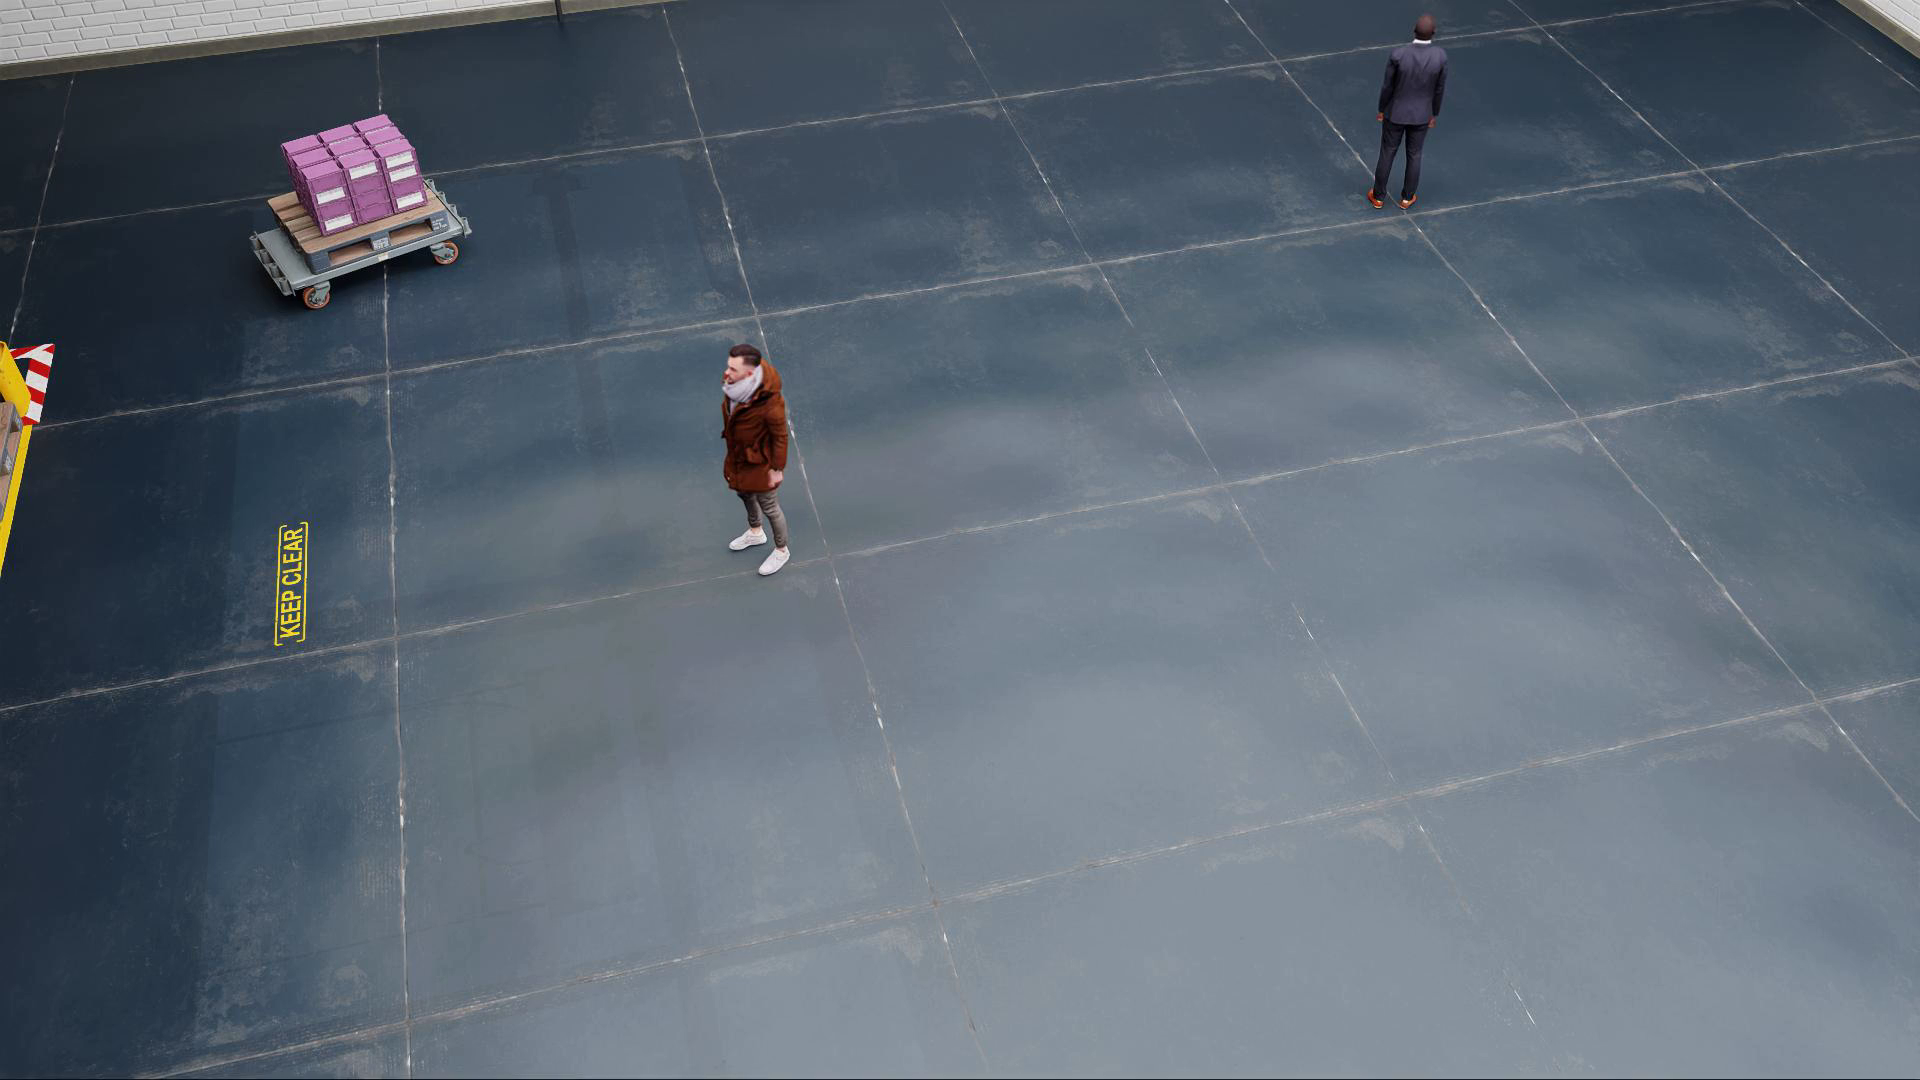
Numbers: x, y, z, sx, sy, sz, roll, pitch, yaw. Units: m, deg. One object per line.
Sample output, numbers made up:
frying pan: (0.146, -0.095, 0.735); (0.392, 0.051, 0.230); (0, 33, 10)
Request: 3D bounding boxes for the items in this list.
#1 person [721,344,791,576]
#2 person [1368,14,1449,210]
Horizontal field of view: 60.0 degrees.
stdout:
person: (-1.382, -0.565, 11.217); (0.900, 1.837, 0.808); (-33, 52, -29)
person: (3.924, -3.731, 14.550); (0.780, 1.824, 0.763); (7, 44, 7)
